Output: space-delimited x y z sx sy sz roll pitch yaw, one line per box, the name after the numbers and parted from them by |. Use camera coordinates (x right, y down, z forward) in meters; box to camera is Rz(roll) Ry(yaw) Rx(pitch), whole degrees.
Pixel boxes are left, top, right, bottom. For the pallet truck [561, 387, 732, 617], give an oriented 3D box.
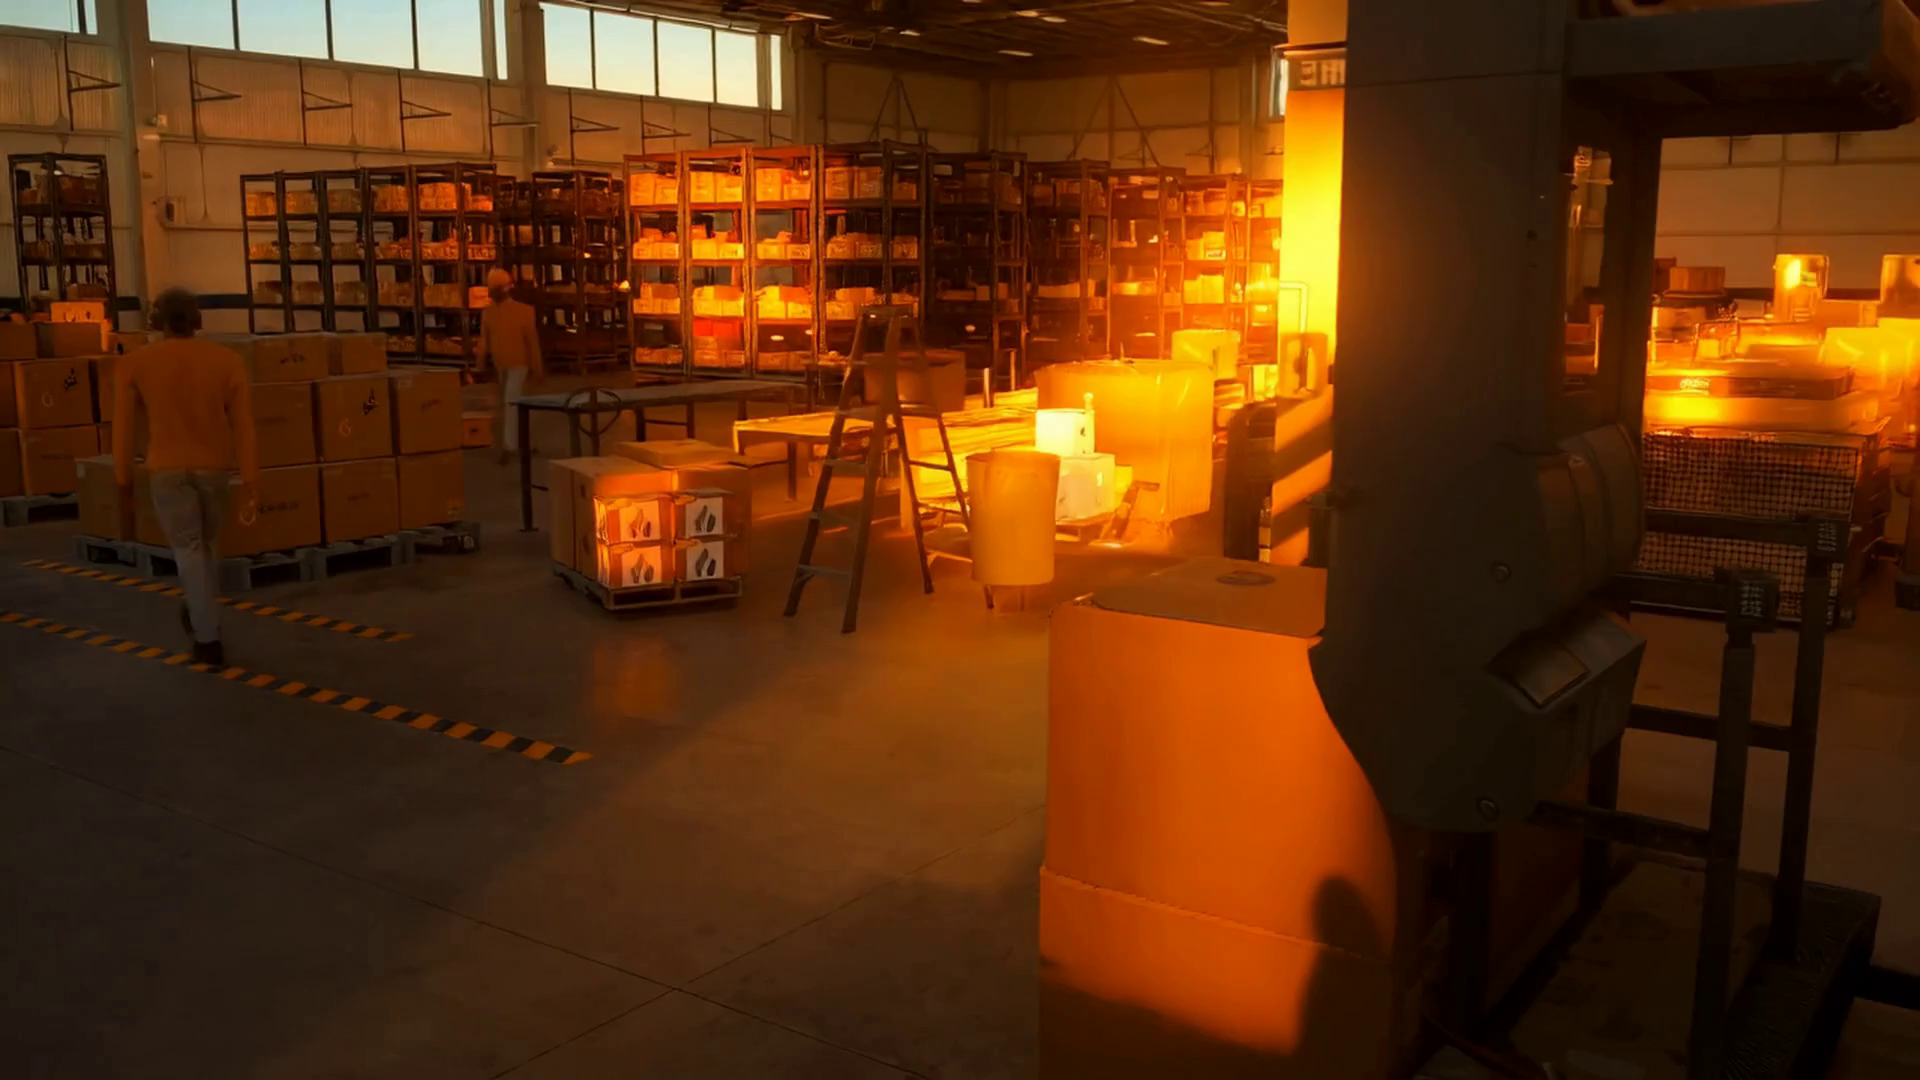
-1.981 -0.274 10.088 0.680 1.201 1.601 -5 11 -28 | pallet truck

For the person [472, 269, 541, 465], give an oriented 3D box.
-4.542 -1.715 16.549 0.623 1.929 1.017 4 10 23 | person

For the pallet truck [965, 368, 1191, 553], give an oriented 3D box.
0.845 -0.609 11.869 1.630 1.274 0.653 7 12 35 | pallet truck

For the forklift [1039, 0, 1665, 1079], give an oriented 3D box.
1.249 -0.137 4.360 1.873 2.768 1.129 7 12 35 | forklift

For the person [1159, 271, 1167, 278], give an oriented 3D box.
5.148 -6.027 42.587 0.609 1.810 0.829 4 10 24 | person

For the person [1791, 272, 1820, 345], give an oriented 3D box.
17.706 -4.701 34.797 0.941 1.792 0.615 -3 10 -18 | person

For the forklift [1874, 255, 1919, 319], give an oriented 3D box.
22.089 -5.634 38.796 1.157 1.987 2.680 6 11 33 | forklift

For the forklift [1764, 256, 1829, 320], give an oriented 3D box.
20.253 -5.854 40.139 1.157 1.987 2.680 7 12 35 | forklift

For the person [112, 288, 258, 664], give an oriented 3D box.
-3.997 -0.347 8.577 0.651 1.884 1.012 -7 12 -37 | person
